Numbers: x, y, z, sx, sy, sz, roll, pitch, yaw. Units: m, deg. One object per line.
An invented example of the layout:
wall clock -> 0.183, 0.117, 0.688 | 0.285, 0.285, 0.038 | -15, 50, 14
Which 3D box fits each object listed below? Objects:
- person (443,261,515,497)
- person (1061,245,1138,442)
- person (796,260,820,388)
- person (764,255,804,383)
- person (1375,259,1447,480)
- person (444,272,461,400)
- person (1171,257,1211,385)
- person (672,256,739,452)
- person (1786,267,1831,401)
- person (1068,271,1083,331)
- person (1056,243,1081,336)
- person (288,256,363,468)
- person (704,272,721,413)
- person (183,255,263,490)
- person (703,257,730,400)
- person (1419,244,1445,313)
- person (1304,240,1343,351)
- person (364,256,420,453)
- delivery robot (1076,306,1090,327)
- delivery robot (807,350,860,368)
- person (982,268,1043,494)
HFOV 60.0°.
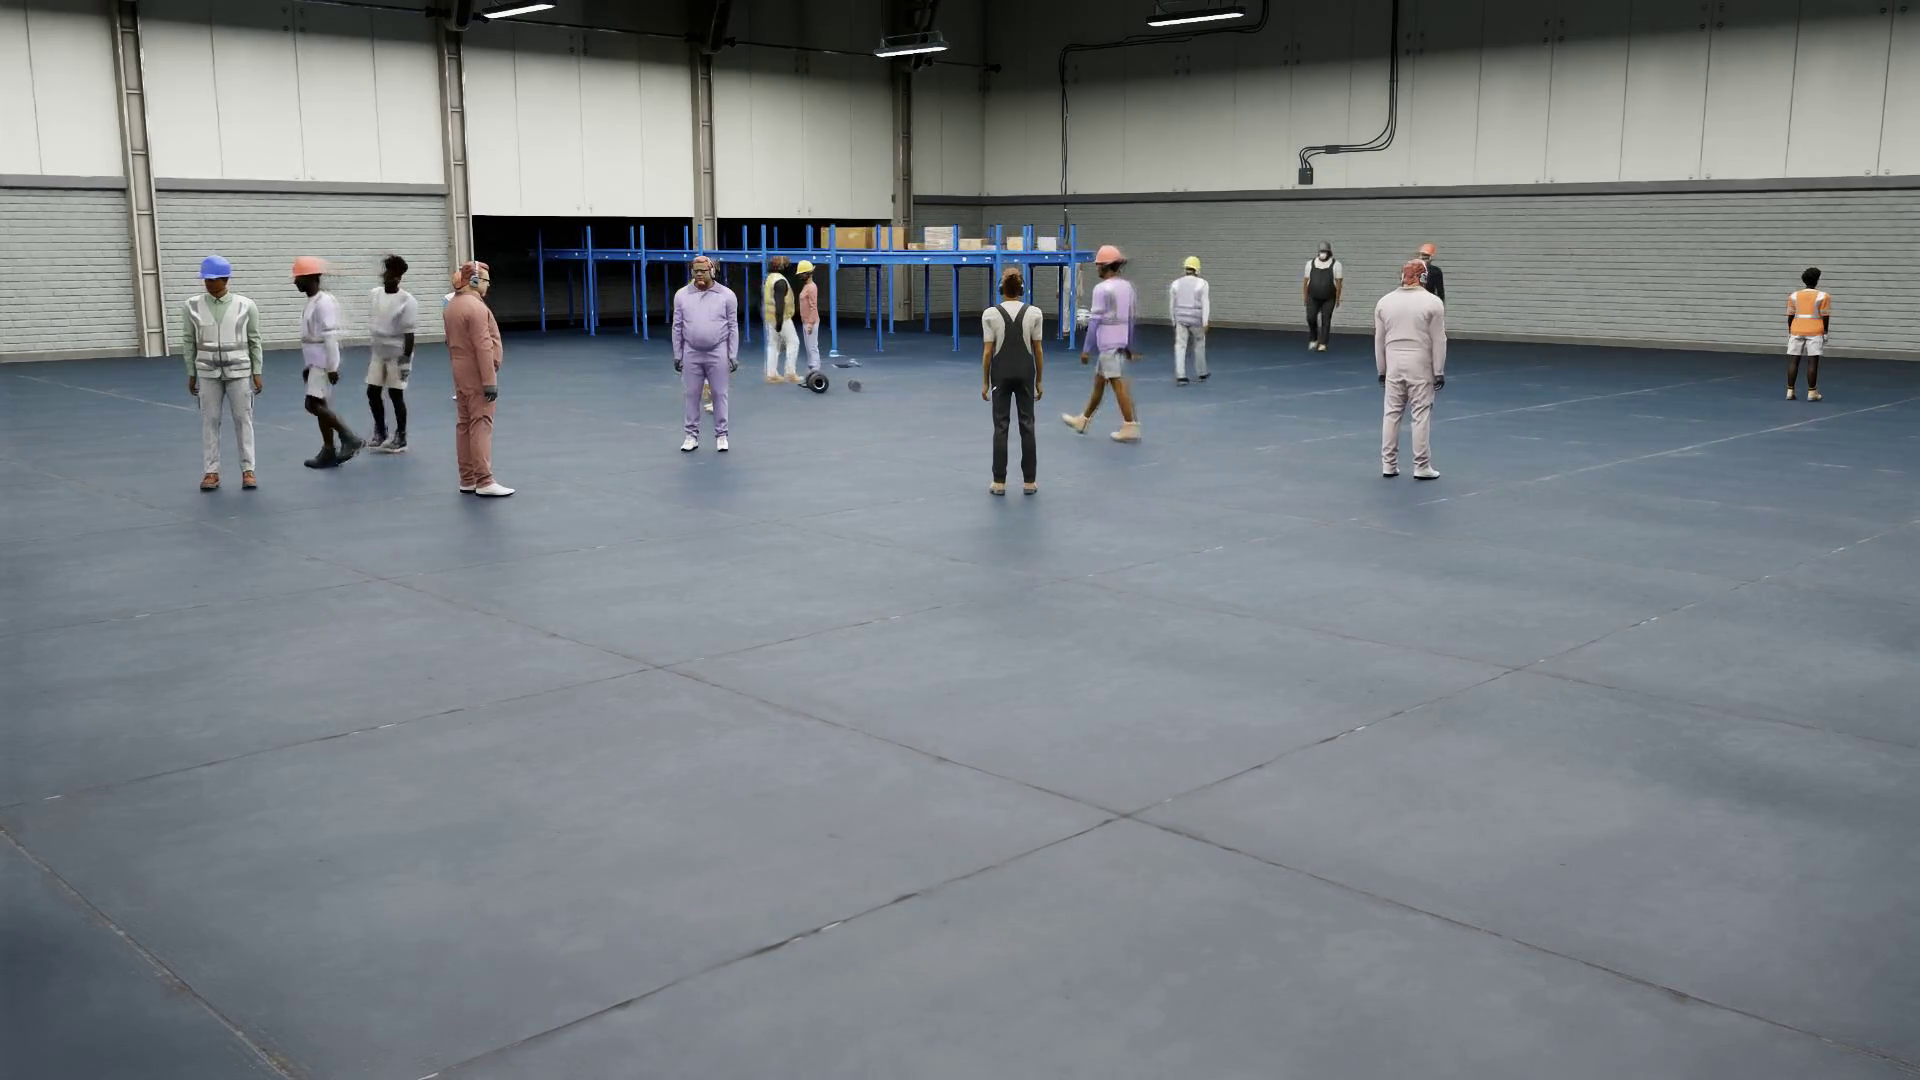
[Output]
person -> -3.930, -1.313, 13.573 | 0.407, 1.902, 0.639 | -8, 13, -38
person -> 1.458, -2.035, 17.244 | 1.011, 1.991, 0.634 | 7, 13, 35
person -> -2.130, -3.027, 23.304 | 0.321, 1.761, 0.522 | -3, 11, -15
person -> -2.513, -3.179, 23.984 | 0.653, 1.820, 0.627 | -4, 11, -23
person -> 3.943, -1.488, 14.524 | 0.639, 1.903, 0.407 | 8, 13, 39
person -> -6.378, -2.619, 21.407 | 0.512, 1.638, 0.312 | -8, 13, -38
person -> 3.329, -3.131, 23.758 | 0.626, 1.792, 0.873 | 6, 12, 29
person -> -2.504, -1.824, 16.343 | 0.652, 1.906, 0.402 | 0, 10, 0
person -> 10.923, -2.654, 21.434 | 0.318, 1.700, 0.535 | -10, 14, -42
person -> 2.471, -5.415, 36.724 | 0.501, 1.617, 0.396 | -6, 12, -28
person -> 2.268, -5.273, 35.060 | 0.632, 1.940, 0.372 | -10, 14, -43
person -> -5.853, -1.619, 15.186 | 0.446, 1.920, 0.543 | -7, 12, -32
person -> -2.945, -2.383, 19.969 | 0.320, 1.692, 0.531 | -2, 11, -9
person -> -6.155, -1.400, 13.922 | 0.605, 1.944, 0.402 | -3, 11, -16
person -> -3.200, -2.714, 21.396 | 0.450, 1.828, 0.655 | -8, 13, -35
person -> 7.759, -3.910, 27.595 | 0.639, 1.947, 0.957 | 9, 14, 40
person -> 6.634, -4.457, 30.448 | 0.706, 2.000, 0.535 | 4, 11, 20
person -> -5.545, -1.804, 16.209 | 0.694, 1.917, 0.448 | 4, 11, 21
delivery robot -> 2.720, -4.934, 36.847 | 0.477, 0.478, 0.707 | -3, 11, -17
delivery robot -> -1.729, -2.473, 22.704 | 0.698, 0.223, 0.335 | -2, 10, -11
person -> 0.429, -1.303, 13.662 | 0.504, 1.847, 0.344 | -1, 10, -3
